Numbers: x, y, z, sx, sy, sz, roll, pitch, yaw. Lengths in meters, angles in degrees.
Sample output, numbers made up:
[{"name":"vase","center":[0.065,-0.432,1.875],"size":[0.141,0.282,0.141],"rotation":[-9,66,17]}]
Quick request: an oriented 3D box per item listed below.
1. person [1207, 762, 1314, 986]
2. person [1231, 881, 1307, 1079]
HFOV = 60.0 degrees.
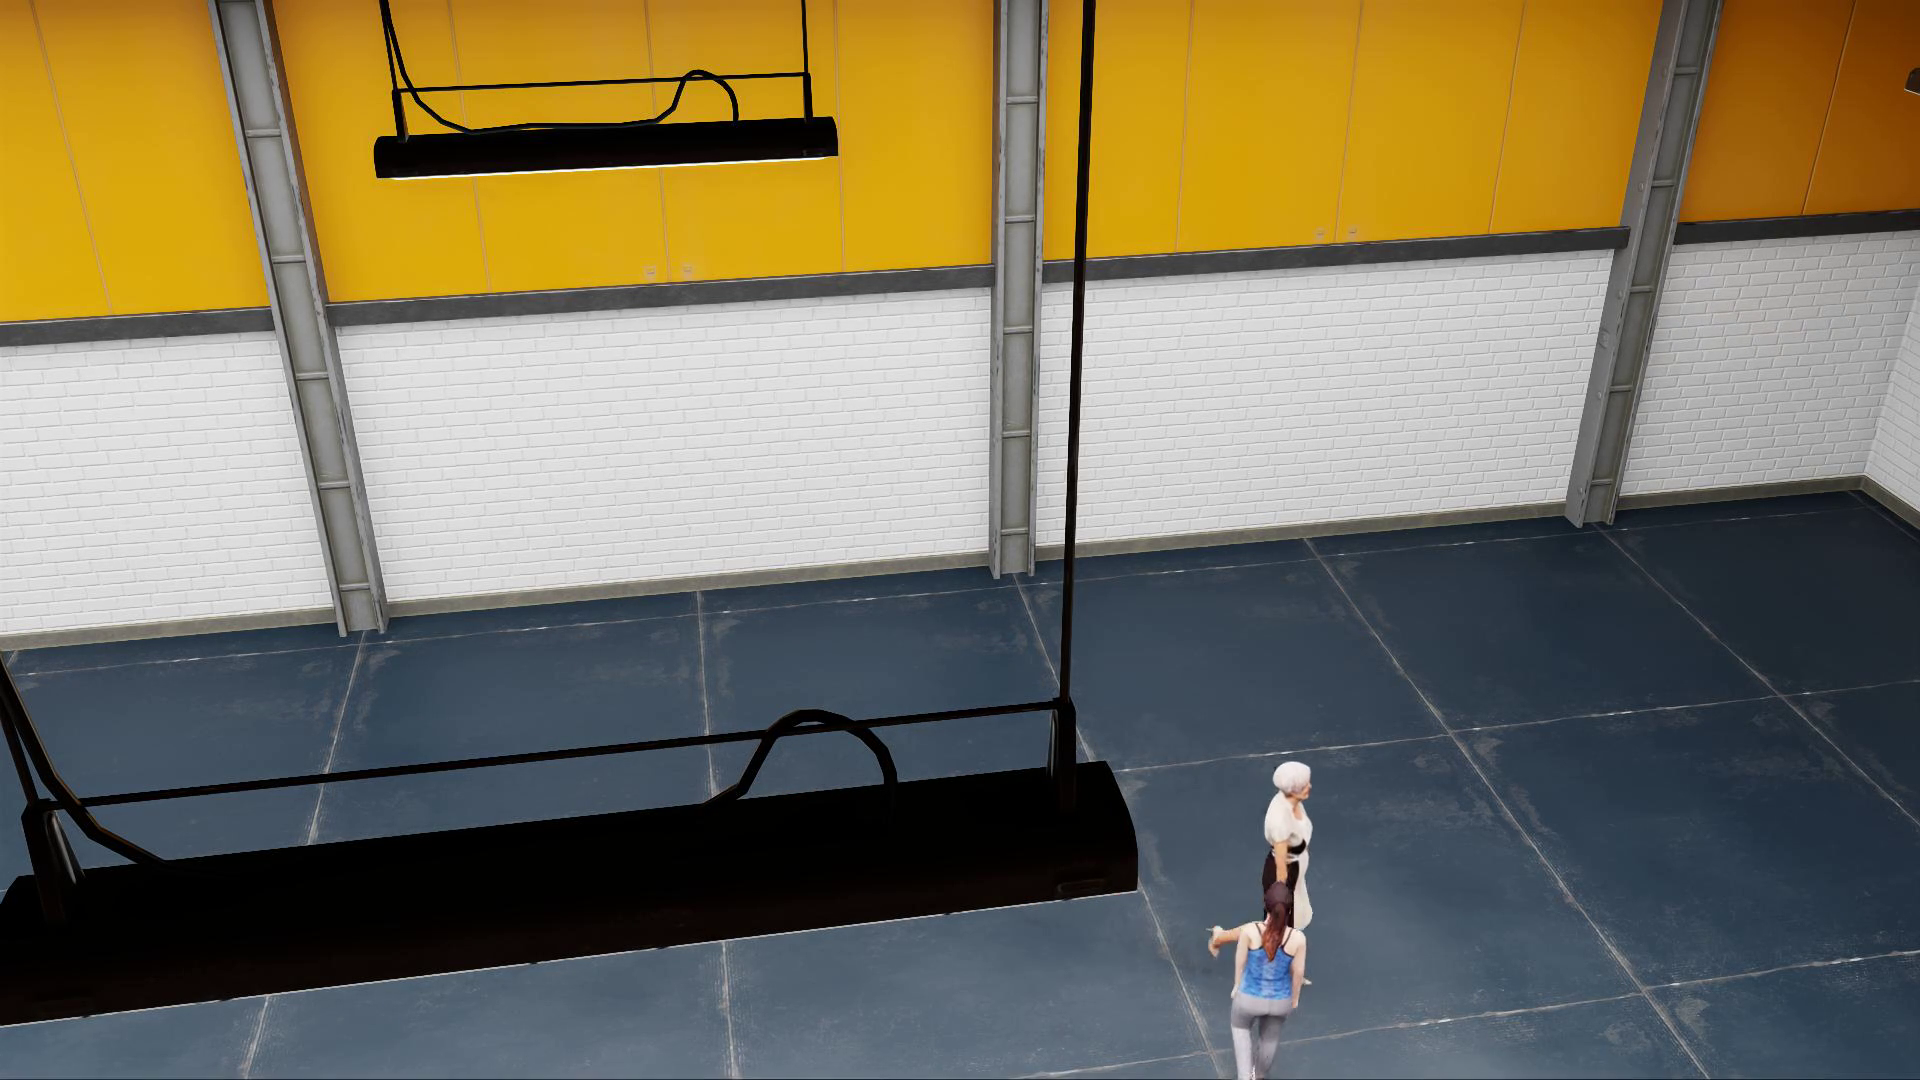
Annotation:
[{"name":"person","center":[2.001,2.179,10.749],"size":[1.061,1.736,0.927],"rotation":[11,30,19]},{"name":"person","center":[1.798,2.754,9.841],"size":[0.741,1.597,0.737],"rotation":[3,29,6]}]
